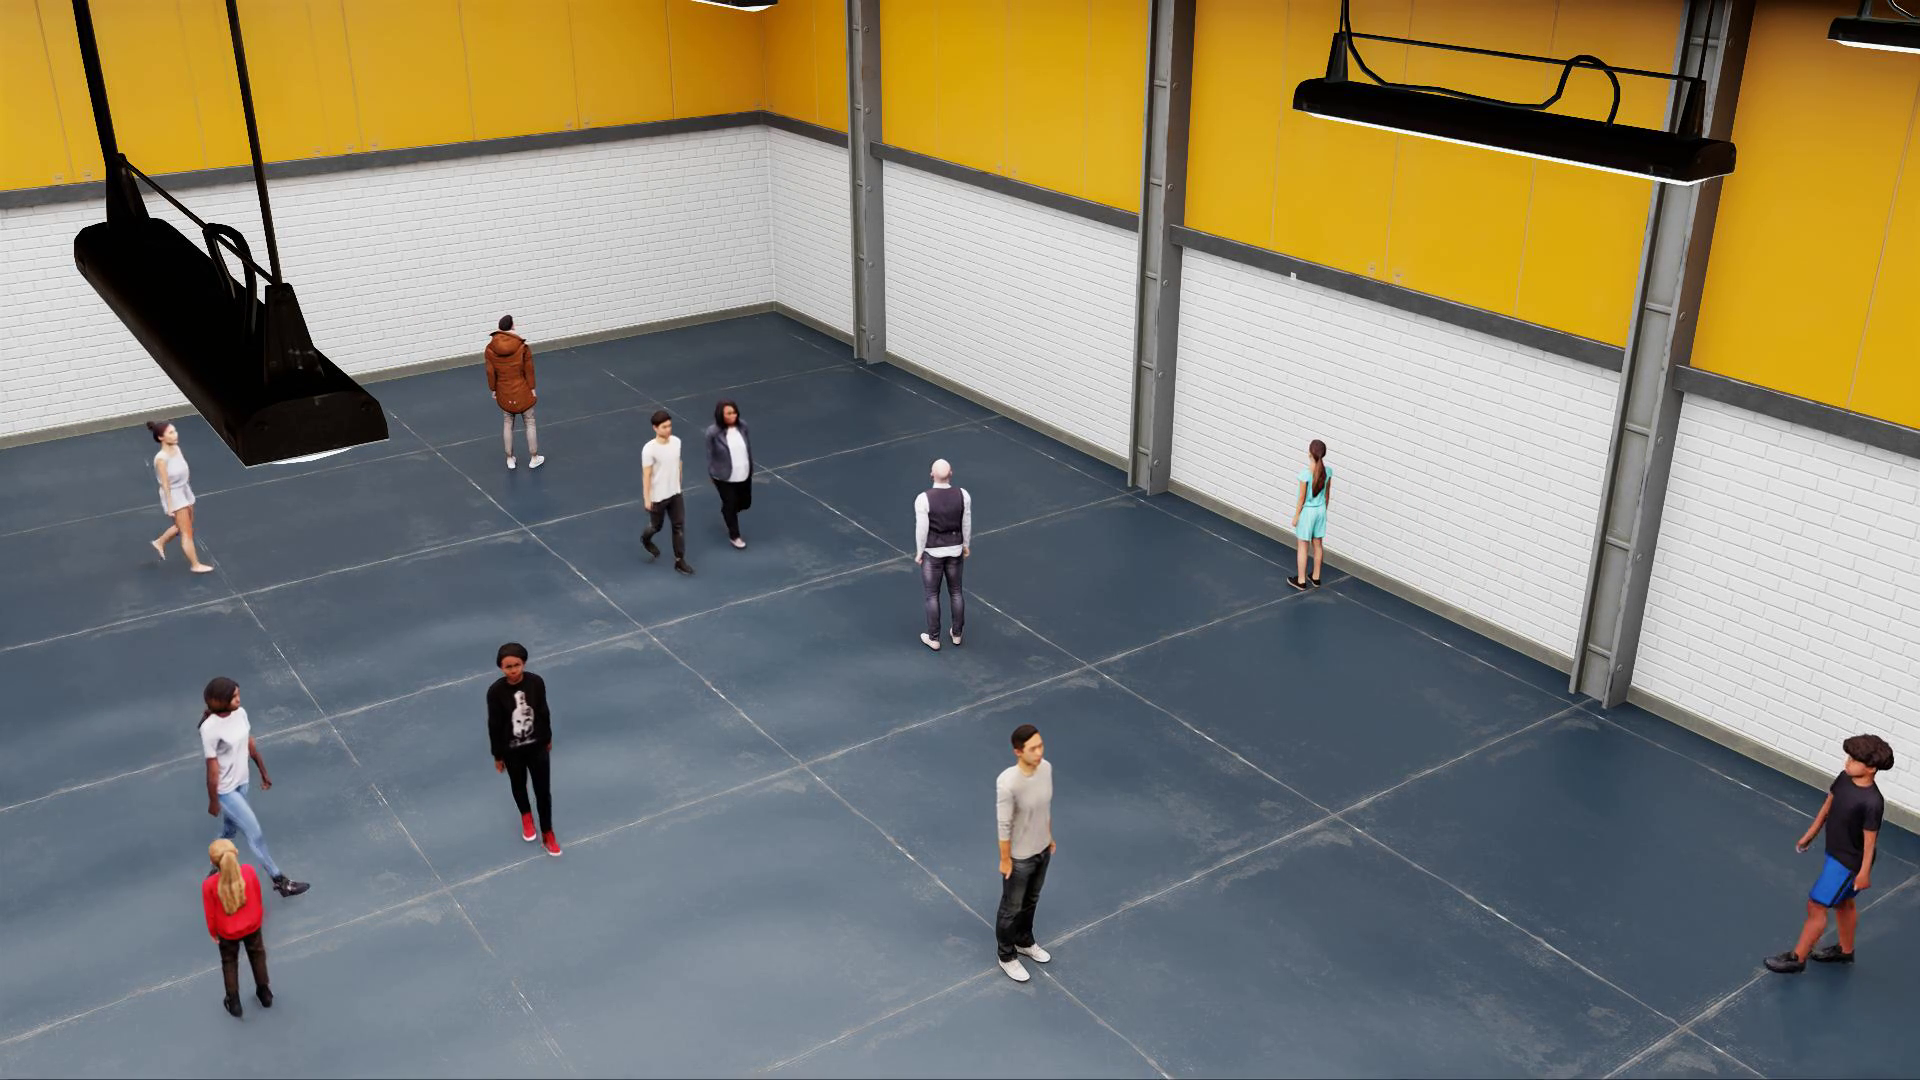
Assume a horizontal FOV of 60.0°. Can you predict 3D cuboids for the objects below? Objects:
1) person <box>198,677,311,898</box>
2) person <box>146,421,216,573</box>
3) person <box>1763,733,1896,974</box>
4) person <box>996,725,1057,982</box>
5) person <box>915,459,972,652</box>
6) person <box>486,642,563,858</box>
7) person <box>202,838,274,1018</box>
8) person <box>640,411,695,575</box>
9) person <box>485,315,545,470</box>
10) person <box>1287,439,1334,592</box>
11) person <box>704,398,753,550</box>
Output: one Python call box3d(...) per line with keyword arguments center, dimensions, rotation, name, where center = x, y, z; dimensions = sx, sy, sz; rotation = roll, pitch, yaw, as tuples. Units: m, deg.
box3d(center=(-5.176, 1.741, 11.637), dimensions=(1.084, 1.690, 1.057), rotation=(3, 24, 8), name="person")
box3d(center=(-7.947, -0.422, 16.712), dimensions=(0.927, 1.588, 0.911), rotation=(1, 24, 3), name="person")
box3d(center=(5.858, 2.052, 10.824), dimensions=(0.985, 1.771, 0.945), rotation=(3, 24, 7), name="person")
box3d(center=(0.410, 2.006, 10.878), dimensions=(0.632, 1.811, 0.707), rotation=(19, 30, 37), name="person")
box3d(center=(-0.162, 0.124, 15.169), dimensions=(0.743, 1.823, 0.671), rotation=(-9, 25, -20), name="person")
box3d(center=(-3.243, 1.476, 12.285), dimensions=(0.727, 1.656, 0.915), rotation=(-9, 25, -21), name="person")
box3d(center=(-4.557, 2.444, 10.542), dimensions=(0.499, 1.278, 0.542), rotation=(-16, 28, -33), name="person")
box3d(center=(-3.025, -0.510, 16.779), dimensions=(1.073, 1.695, 0.785), rotation=(19, 30, 37), name="person")
box3d(center=(-5.189, -1.726, 19.382), dimensions=(0.855, 1.838, 0.896), rotation=(0, 24, -1), name="person")
box3d(center=(3.464, -0.260, 16.379), dimensions=(0.599, 1.557, 0.606), rotation=(-9, 25, -19), name="person")
box3d(center=(-2.423, -0.717, 17.397), dimensions=(0.694, 1.581, 0.843), rotation=(-18, 29, -35), name="person")
